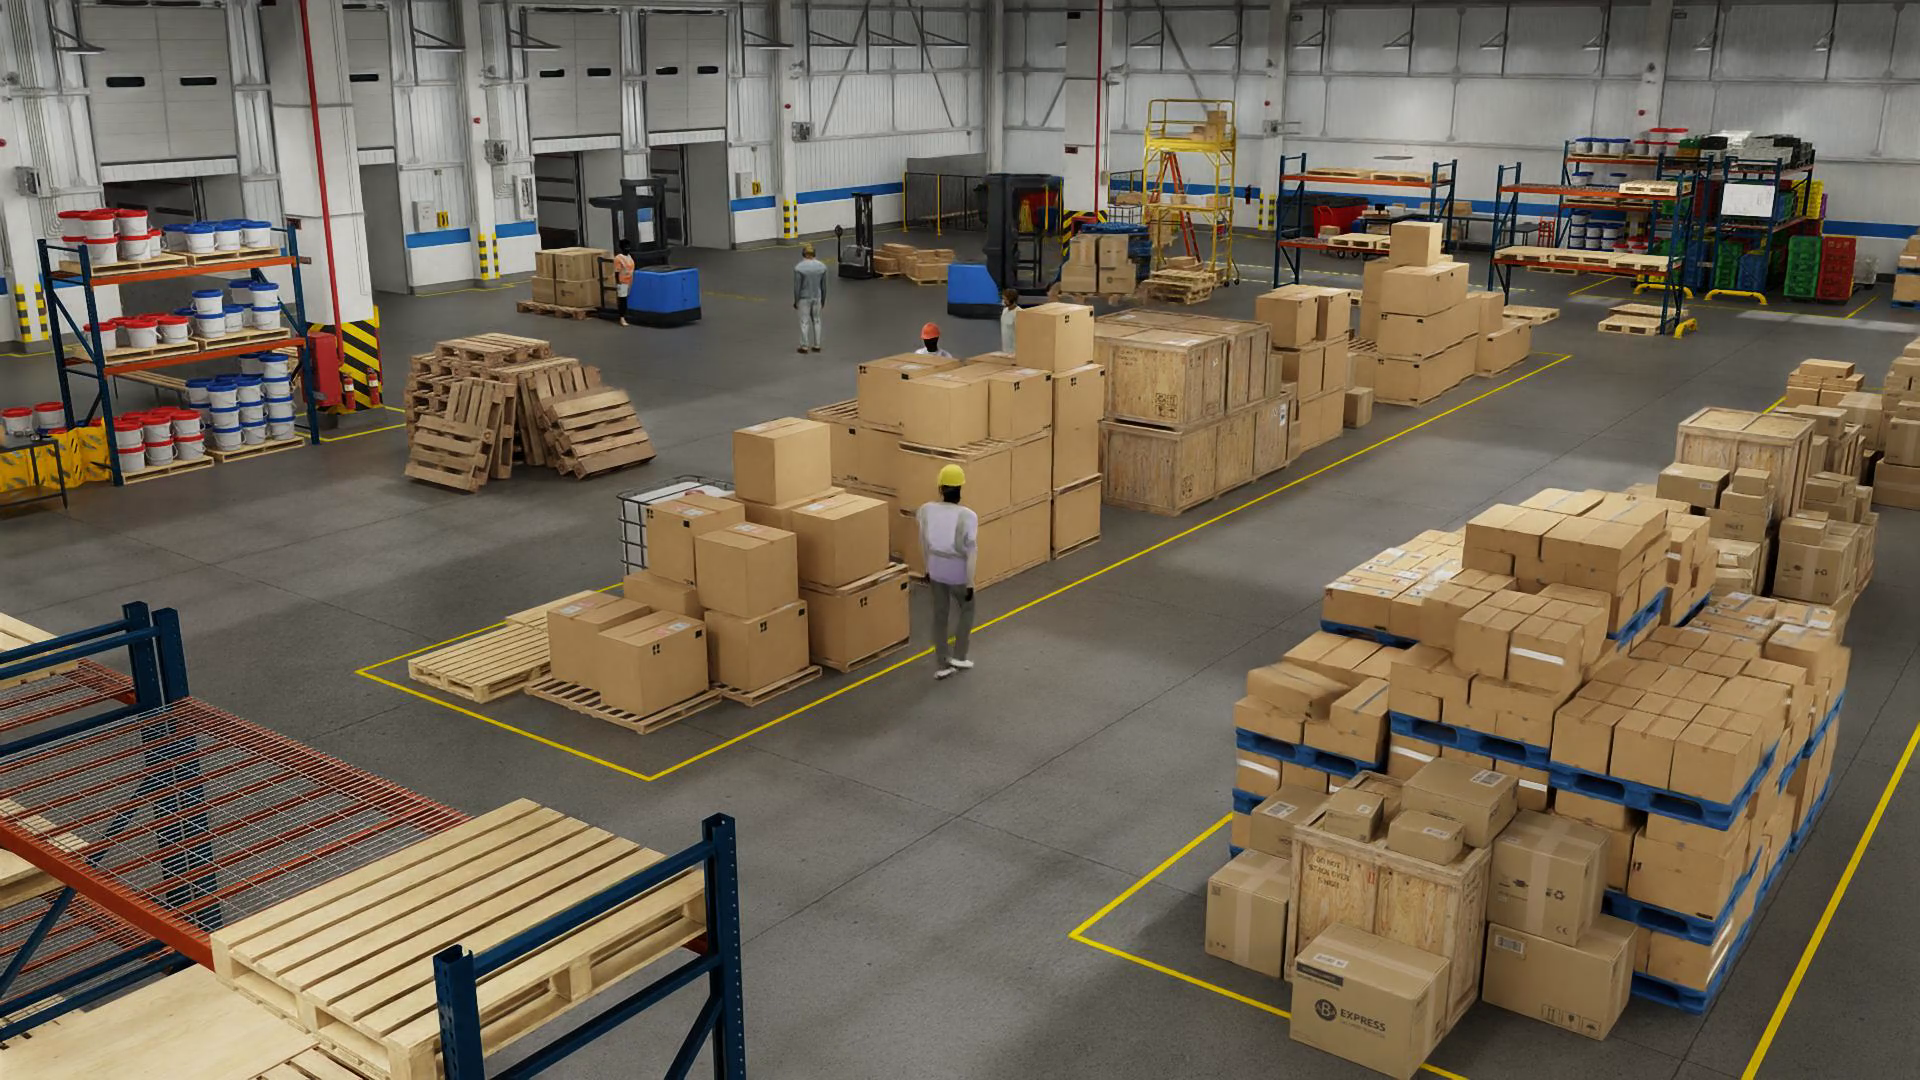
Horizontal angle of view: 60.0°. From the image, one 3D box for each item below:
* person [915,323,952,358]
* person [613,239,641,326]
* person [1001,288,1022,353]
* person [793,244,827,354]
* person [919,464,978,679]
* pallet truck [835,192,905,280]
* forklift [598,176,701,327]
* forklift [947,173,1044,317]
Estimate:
[{"bbox_3d":[-0.371,-1.838,21.466,0.544,1.939,0.354,7,18,22],"label":"person"},{"bbox_3d":[-6.498,-5.022,32.427,0.318,1.695,0.537,13,21,36],"label":"person"},{"bbox_3d":[0.773,-2.746,24.475,0.377,1.937,0.629,-7,18,-22],"label":"person"},{"bbox_3d":[-2.661,-4.276,29.563,0.635,1.928,0.381,-10,20,-31],"label":"person"},{"bbox_3d":[-0.064,0.260,14.559,0.593,1.906,0.572,8,18,24],"label":"person"},{"bbox_3d":[-1.936,-7.159,38.982,1.885,1.965,0.823,-12,21,-34],"label":"pallet truck"},{"bbox_3d":[-6.138,-5.705,32.666,1.873,2.768,1.129,12,21,35],"label":"forklift"},{"bbox_3d":[0.724,-5.918,33.369,1.873,2.768,1.129,3,17,8],"label":"forklift"}]
